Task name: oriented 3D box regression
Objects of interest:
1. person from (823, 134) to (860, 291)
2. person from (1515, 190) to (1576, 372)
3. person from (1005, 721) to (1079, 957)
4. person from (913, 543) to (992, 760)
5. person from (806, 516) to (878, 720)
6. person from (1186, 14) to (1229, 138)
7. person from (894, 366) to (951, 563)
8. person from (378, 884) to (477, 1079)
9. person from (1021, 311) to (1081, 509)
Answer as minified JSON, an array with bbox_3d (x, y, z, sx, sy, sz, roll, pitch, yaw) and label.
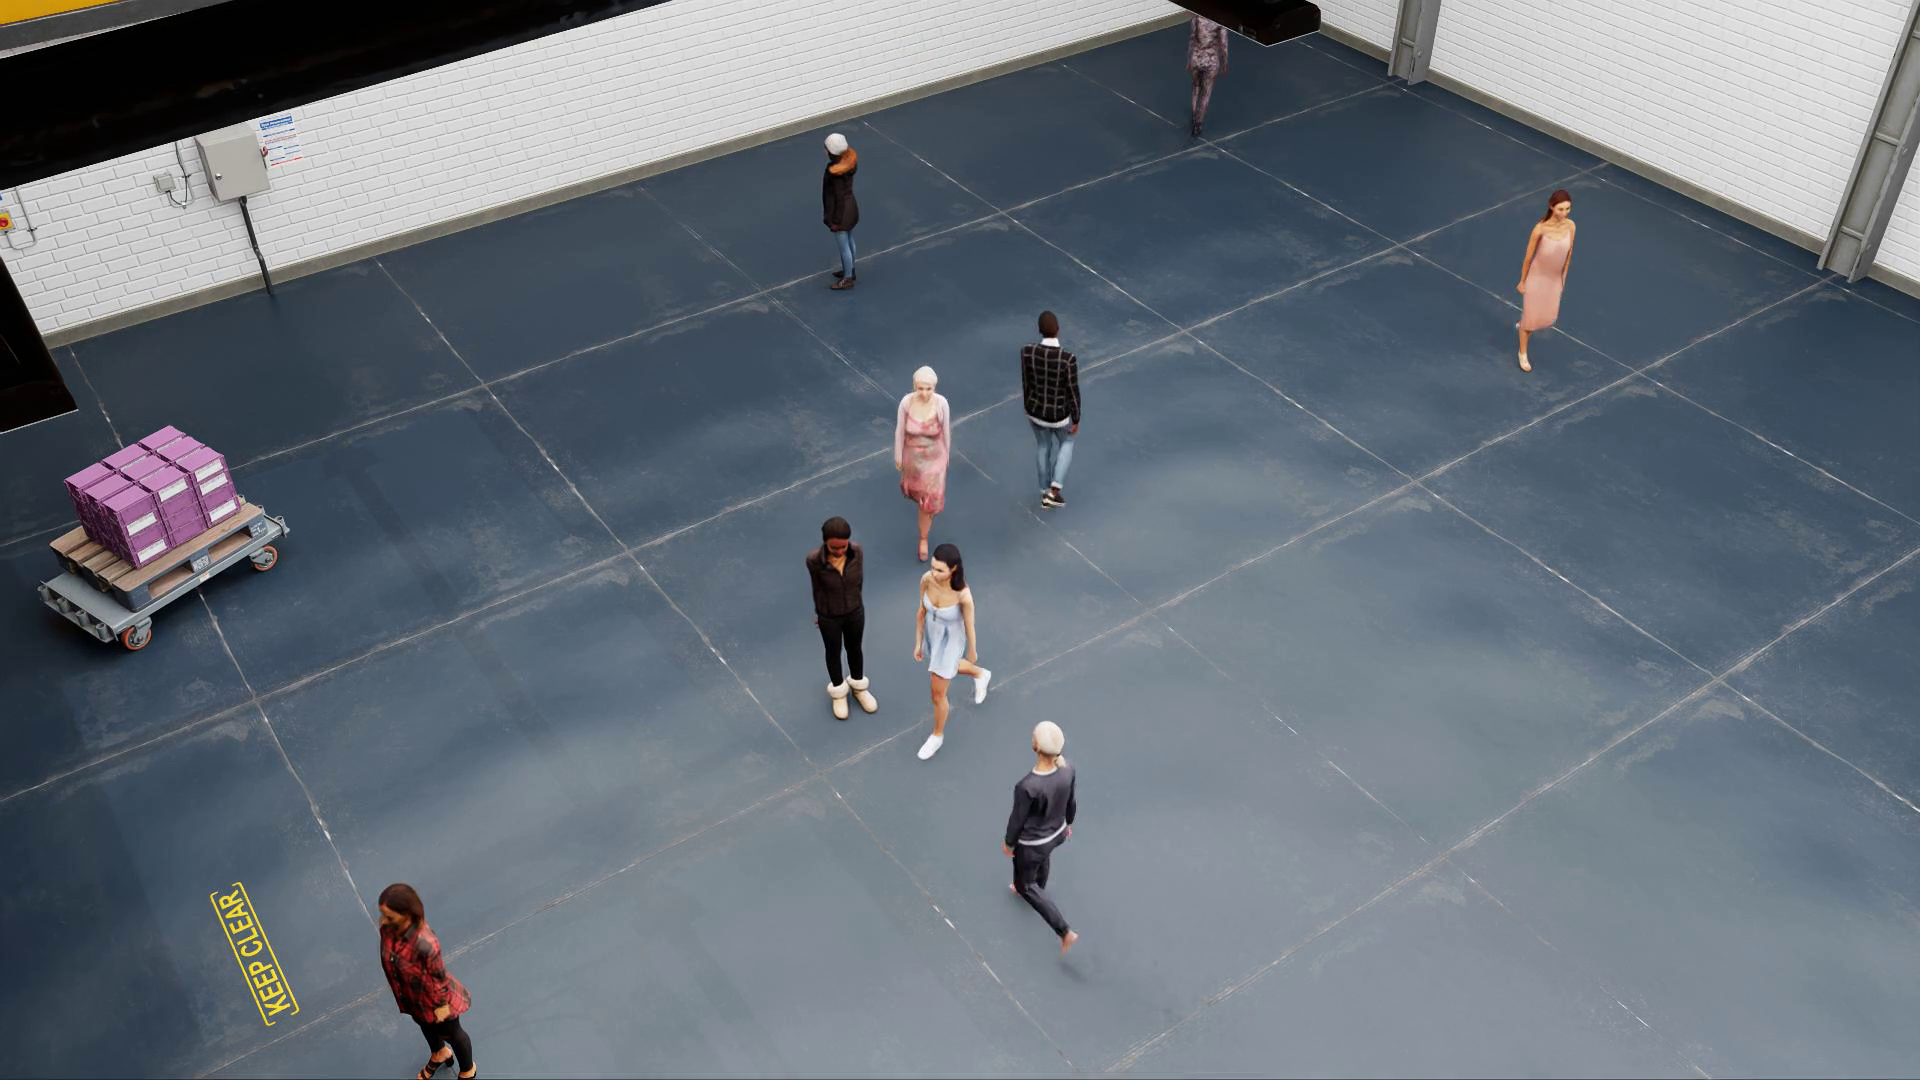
[{"bbox_3d":[-1.158,-3.245,16.382,0.803,1.636,0.740,6,39,7],"label":"person"},{"bbox_3d":[5.286,-2.421,15.206,0.762,1.816,0.845,-6,39,-8],"label":"person"},{"bbox_3d":[0.527,1.798,10.009,0.709,1.708,0.973,-30,48,-32],"label":"person"},{"bbox_3d":[-0.041,0.662,11.443,1.098,1.695,0.853,25,45,28],"label":"person"},{"bbox_3d":[-0.848,0.488,11.689,0.687,1.661,0.621,-23,44,-26],"label":"person"},{"bbox_3d":[2.786,-5.436,19.070,0.784,1.706,0.830,16,41,19],"label":"person"},{"bbox_3d":[-0.291,-0.698,13.169,0.971,1.666,1.106,2,39,2],"label":"person"},{"bbox_3d":[-2.952,2.473,9.169,0.621,1.703,0.748,21,43,24],"label":"person"},{"bbox_3d":[0.684,-0.977,13.412,0.843,1.799,0.910,14,41,17],"label":"person"}]
